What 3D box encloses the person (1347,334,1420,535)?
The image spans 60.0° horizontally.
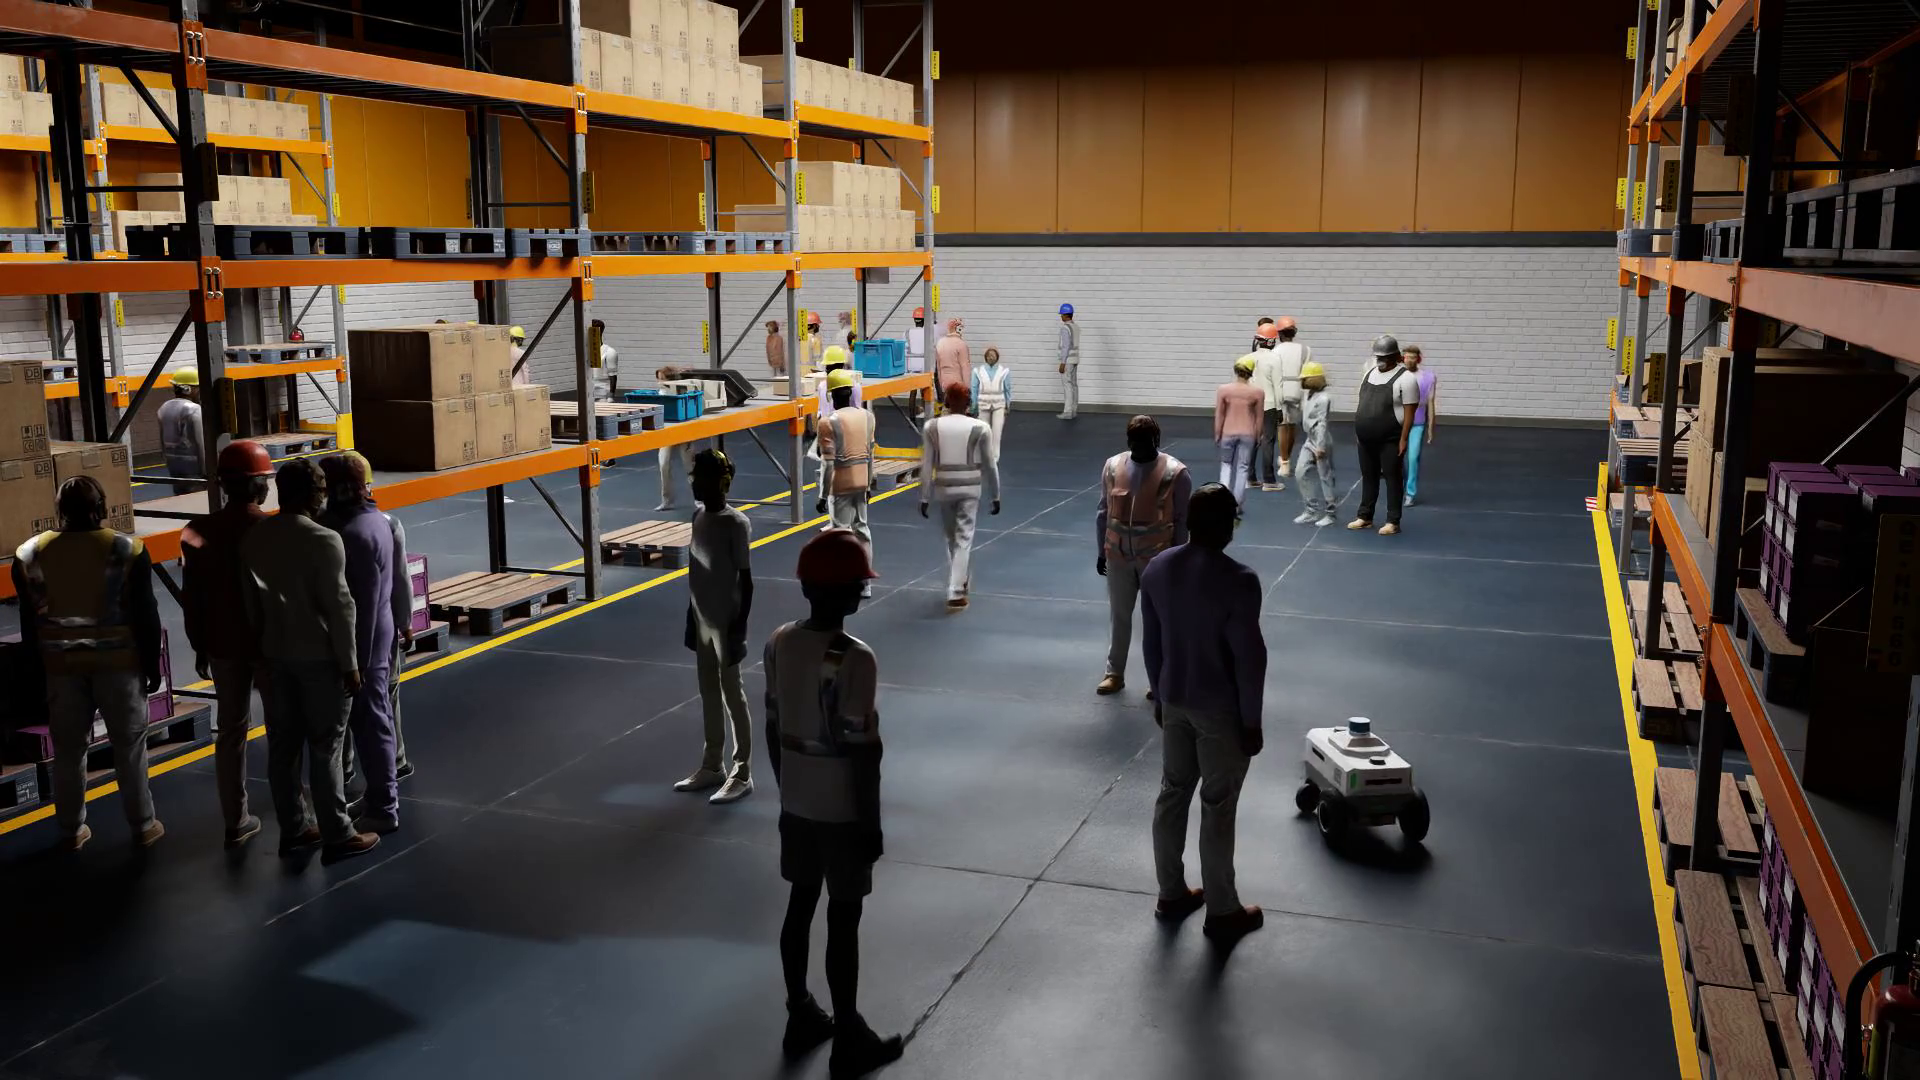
[{"bbox_3d":[4.270,-1.079,16.895,0.537,2.000,0.679,-8,13,-37],"label":"person"}]

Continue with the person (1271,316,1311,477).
[{"bbox_3d":[4.106,-1.836,21.223,0.637,2.012,0.841,-1,10,-7],"label":"person"}]

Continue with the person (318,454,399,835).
[{"bbox_3d":[-3.010,0.520,8.274,0.405,1.904,0.652,-3,10,-15],"label":"person"}]

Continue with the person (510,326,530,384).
[{"bbox_3d":[-6.361,-2.183,23.916,0.522,1.760,0.331,6,12,32],"label":"person"}]

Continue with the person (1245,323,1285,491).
[{"bbox_3d":[3.641,-1.589,19.895,0.379,1.996,0.609,-7,12,-36],"label":"person"}]

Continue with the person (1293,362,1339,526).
[{"bbox_3d":[3.733,-0.993,17.332,0.508,1.710,0.497,-2,10,-12],"label":"person"}]

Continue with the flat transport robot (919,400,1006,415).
[{"bbox_3d":[0.043,-2.311,28.815,1.431,0.197,0.652,-2,10,-12],"label":"flat transport robot"}]

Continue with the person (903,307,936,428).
[{"bbox_3d":[-0.636,-2.754,26.618,0.545,1.938,0.359,3,10,14],"label":"person"}]

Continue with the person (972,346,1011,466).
[{"bbox_3d":[0.415,-1.752,21.876,0.521,1.618,0.643,1,10,4],"label":"person"}]

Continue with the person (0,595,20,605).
[{"bbox_3d":[-7.488,-0.269,13.436,0.842,1.655,0.557,1,10,5],"label":"person"}]

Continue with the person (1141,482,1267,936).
[{"bbox_3d":[1.045,0.713,7.100,0.373,1.937,0.629,-9,13,-41],"label":"person"}]

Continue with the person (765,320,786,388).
[{"bbox_3d":[-3.222,-3.140,29.761,0.758,1.596,0.552,-8,13,-40],"label":"person"}]

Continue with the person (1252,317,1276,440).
[{"bbox_3d":[4.541,-2.417,24.981,0.345,1.845,0.505,-2,10,-14],"label":"person"}]

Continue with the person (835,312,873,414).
[{"bbox_3d":[-1.757,-2.799,27.163,0.656,1.841,1.033,-7,12,-34],"label":"person"}]

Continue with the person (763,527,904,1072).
[{"bbox_3d":[-0.458,0.916,5.950,0.377,1.938,0.547,-10,14,-43],"label":"person"}]

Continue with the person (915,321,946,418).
[{"bbox_3d":[-0.467,-3.021,28.300,0.441,1.883,0.894,10,14,44],"label":"person"}]

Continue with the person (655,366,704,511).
[{"bbox_3d":[-3.116,-1.127,18.416,0.532,1.605,0.596,4,11,24],"label":"person"}]

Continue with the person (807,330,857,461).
[{"bbox_3d":[-1.610,-1.941,22.473,1.005,1.798,0.558,-1,10,-4],"label":"person"}]

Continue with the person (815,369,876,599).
[{"bbox_3d":[-0.947,-0.437,13.621,0.382,1.920,0.585,9,14,42],"label":"person"}]

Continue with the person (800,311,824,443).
[{"bbox_3d":[-2.179,-2.411,24.673,0.347,1.943,0.544,-8,13,-39],"label":"person"}]

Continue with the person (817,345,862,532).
[{"bbox_3d":[-1.241,-1.005,16.821,0.588,1.920,0.395,9,13,41],"label":"person"}]

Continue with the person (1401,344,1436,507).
[{"bbox_3d":[5.050,-1.290,18.685,0.577,1.830,0.462,5,11,26],"label":"person"}]

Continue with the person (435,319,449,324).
[{"bbox_3d":[-7.376,-2.229,23.855,0.520,1.873,0.335,2,10,11],"label":"person"}]

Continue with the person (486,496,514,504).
[{"bbox_3d":[-5.276,-1.229,18.888,0.280,1.633,0.500,-5,11,-25],"label":"person"}]

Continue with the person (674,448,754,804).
[{"bbox_3d":[-1.292,0.446,8.776,0.328,1.876,0.514,-10,14,-43],"label":"person"}]

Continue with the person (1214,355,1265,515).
[{"bbox_3d":[3.033,-1.135,18.077,0.529,1.743,0.403,3,10,16],"label":"person"}]

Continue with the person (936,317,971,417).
[{"bbox_3d":[-0.052,-2.207,23.614,0.410,1.913,0.643,-9,13,-40],"label":"person"}]

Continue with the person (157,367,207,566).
[{"bbox_3d":[-6.991,-0.658,15.129,0.587,1.826,0.404,6,12,31],"label":"person"}]

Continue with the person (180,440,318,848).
[{"bbox_3d":[-3.432,0.508,8.093,0.618,1.990,0.394,0,10,2],"label":"person"}]

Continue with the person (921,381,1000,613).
[{"bbox_3d":[0.025,-0.380,13.557,0.614,1.821,1.013,3,10,14],"label":"person"}]

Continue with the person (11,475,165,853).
[{"bbox_3d":[-4.180,0.601,8.044,0.621,1.835,0.430,-2,10,-11],"label":"person"}]

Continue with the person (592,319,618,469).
[{"bbox_3d":[-4.743,-1.914,21.811,0.606,1.966,0.367,7,12,34],"label":"person"}]

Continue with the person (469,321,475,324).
[{"bbox_3d":[-7.409,-2.441,25.334,0.527,1.772,0.301,5,11,27],"label":"person"}]

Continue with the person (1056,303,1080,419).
[{"bbox_3d":[1.821,-3.014,28.061,0.396,1.943,0.617,4,11,23],"label":"person"}]

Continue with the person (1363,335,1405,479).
[{"bbox_3d":[5.432,-1.692,21.039,0.628,1.791,0.876,6,12,30],"label":"person"}]

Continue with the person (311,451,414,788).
[{"bbox_3d":[-3.239,0.433,8.965,0.596,1.832,0.404,-1,10,-8],"label":"person"}]

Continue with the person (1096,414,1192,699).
[{"bbox_3d":[1.166,0.107,10.780,0.621,1.845,0.429,4,11,23],"label":"person"}]

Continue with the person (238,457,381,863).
[{"bbox_3d":[-3.104,0.571,7.909,0.627,1.934,0.370,5,11,25],"label":"person"}]

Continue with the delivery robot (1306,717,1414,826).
[{"bbox_3d":[1.999,1.133,8.356,0.477,0.478,0.707,-1,10,-7],"label":"delivery robot"}]

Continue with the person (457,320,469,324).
[{"bbox_3d":[-6.931,-2.114,23.175,0.657,1.883,0.778,2,10,11],"label":"person"}]
